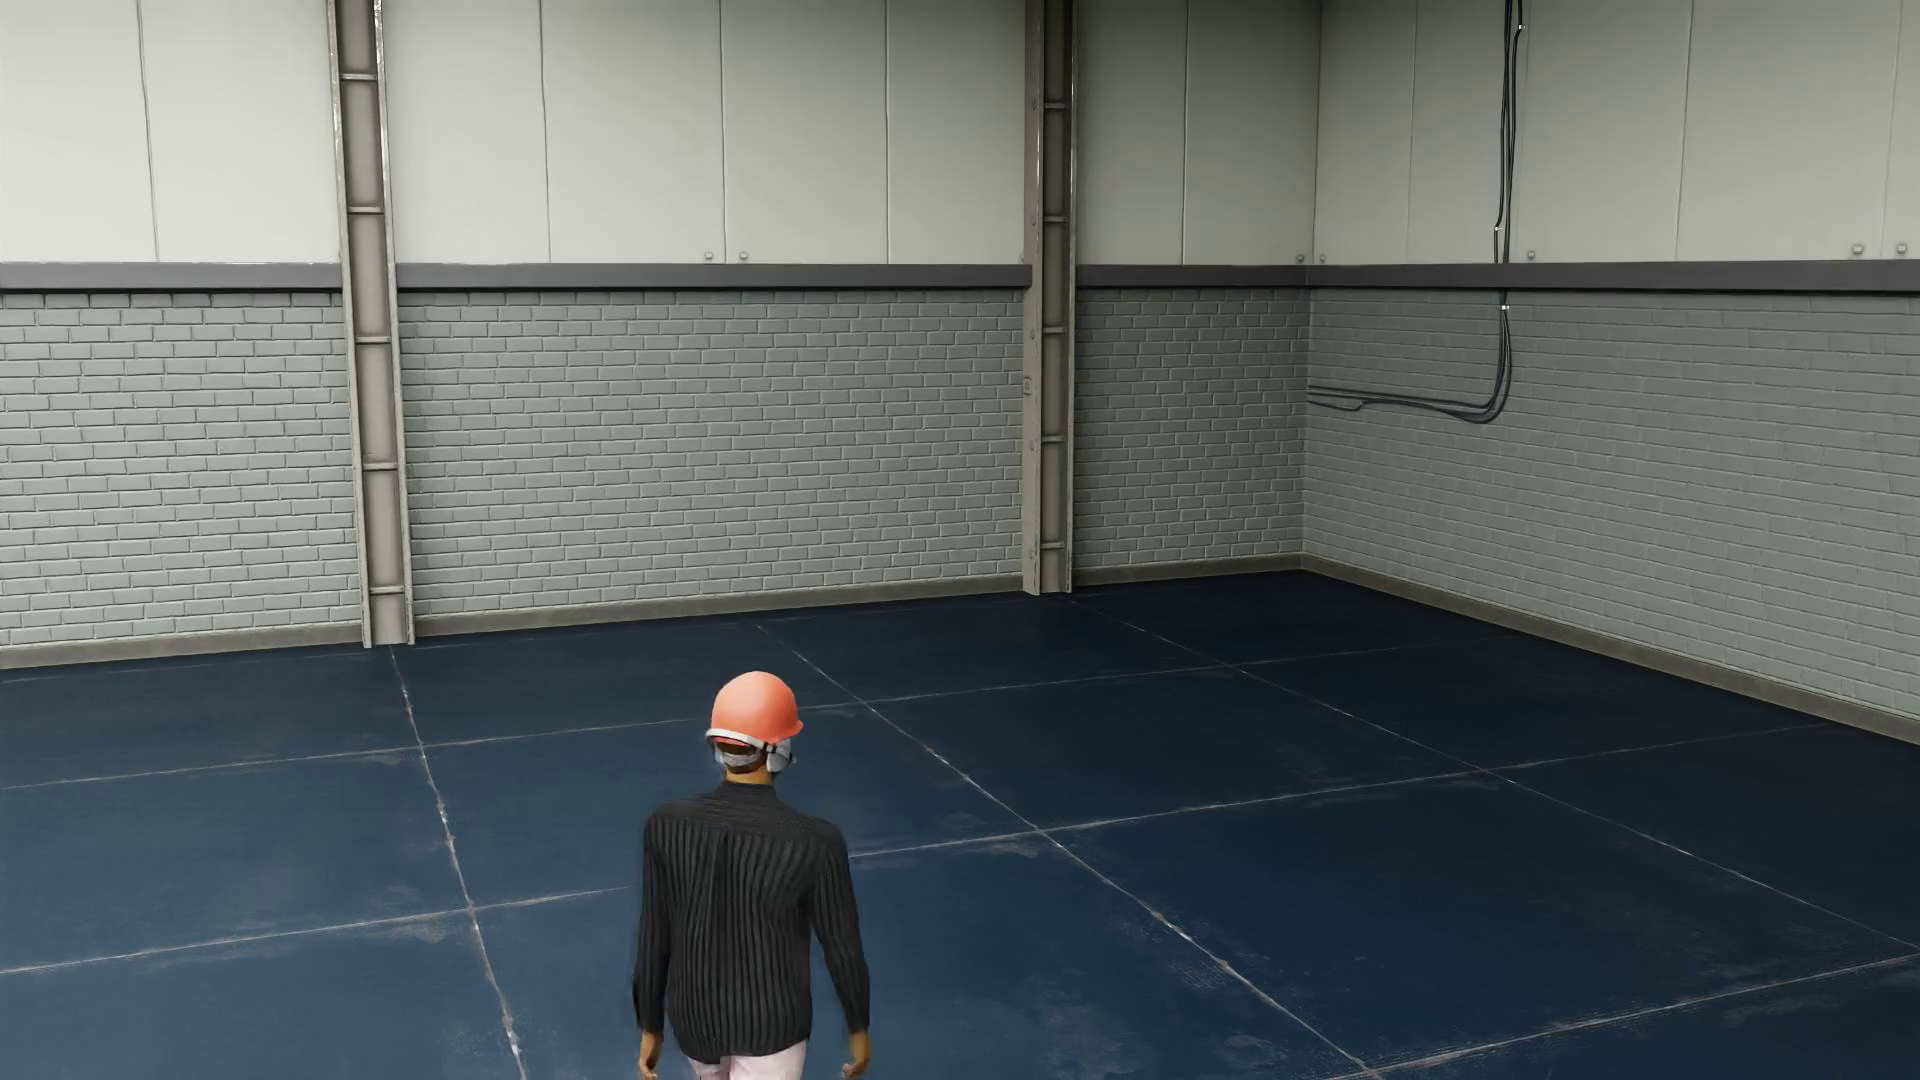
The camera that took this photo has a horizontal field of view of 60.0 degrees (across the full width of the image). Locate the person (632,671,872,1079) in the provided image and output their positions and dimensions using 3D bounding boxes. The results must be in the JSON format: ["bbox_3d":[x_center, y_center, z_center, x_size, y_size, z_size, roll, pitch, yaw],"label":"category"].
[{"bbox_3d":[-0.559,1.329,4.699,0.643,1.933,1.033,4,10,21],"label":"person"}]
